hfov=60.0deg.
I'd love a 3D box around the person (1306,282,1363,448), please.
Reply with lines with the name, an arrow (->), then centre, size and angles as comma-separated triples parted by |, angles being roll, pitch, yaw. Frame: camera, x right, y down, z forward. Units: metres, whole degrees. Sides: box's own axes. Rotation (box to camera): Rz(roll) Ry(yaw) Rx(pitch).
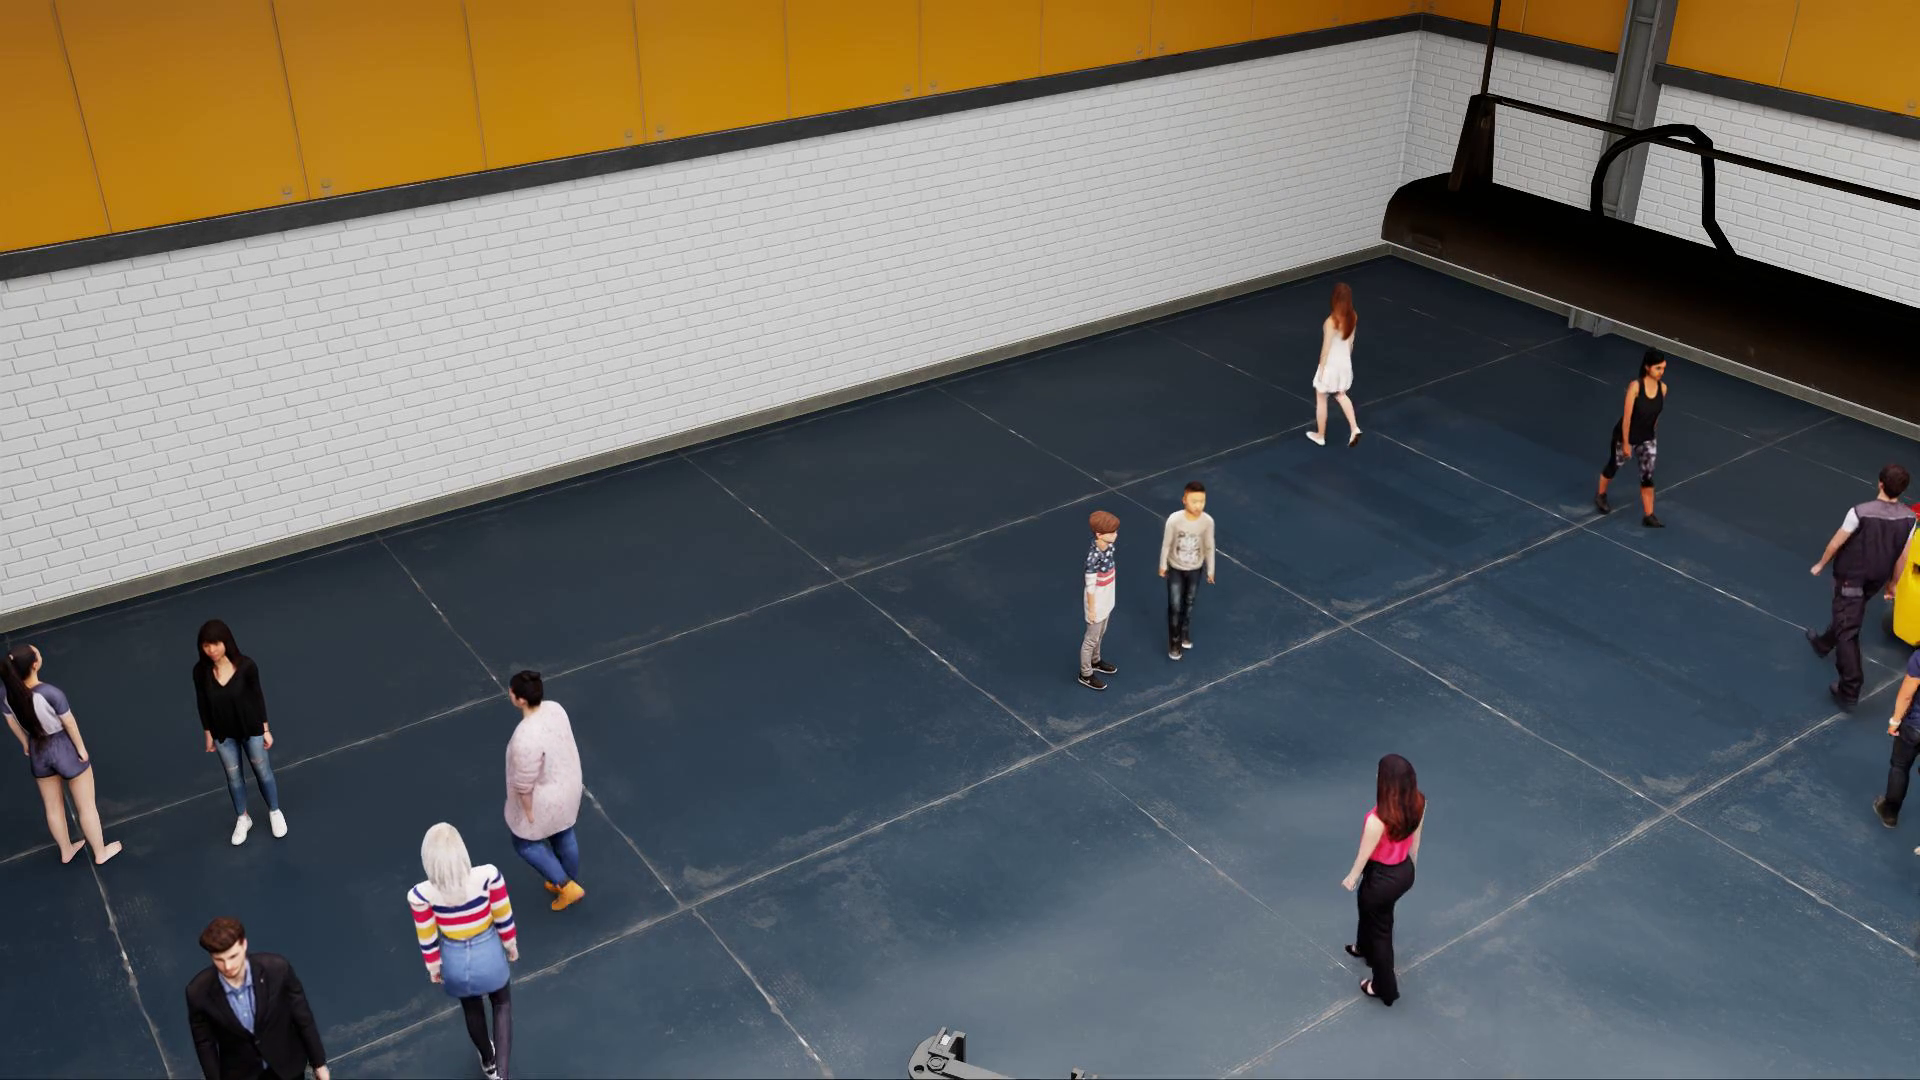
person -> 3.695, -1.652, 16.106 | 0.632, 1.697, 0.928 | -14, 32, -24

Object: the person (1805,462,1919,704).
person -> 6.713, 0.347, 12.332 | 1.101, 1.802, 1.293 | 0, 29, -1

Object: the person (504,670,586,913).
person -> -2.468, 1.550, 10.197 | 0.874, 1.734, 0.831 | 12, 31, 20

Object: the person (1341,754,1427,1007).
person -> 2.493, 1.980, 9.504 | 0.627, 1.644, 0.759 | -24, 37, -37

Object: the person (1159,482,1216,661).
person -> 1.749, 0.177, 13.011 | 0.715, 1.450, 0.787 | -3, 29, -5

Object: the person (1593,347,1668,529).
person -> 5.979, -0.952, 14.894 | 0.853, 1.629, 1.136 | -7, 29, -12

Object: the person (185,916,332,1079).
person -> -3.463, 2.540, 8.234 | 0.716, 1.876, 0.703 | -16, 33, -27

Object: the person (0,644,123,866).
person -> -5.772, 1.375, 10.606 | 0.673, 1.651, 0.714 | 2, 29, 4

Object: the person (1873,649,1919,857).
person -> 6.264, 1.247, 10.715 | 1.048, 1.771, 1.081 | 7, 29, 13

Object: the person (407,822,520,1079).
person -> -2.572, 2.275, 8.808 | 0.842, 1.792, 1.001 | -7, 29, -13

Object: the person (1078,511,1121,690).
person -> 1.050, 0.424, 12.570 | 0.607, 1.440, 0.589 | 12, 31, 20

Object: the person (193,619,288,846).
person -> -4.726, 1.228, 10.879 | 0.625, 1.647, 0.616 | -8, 30, -14
